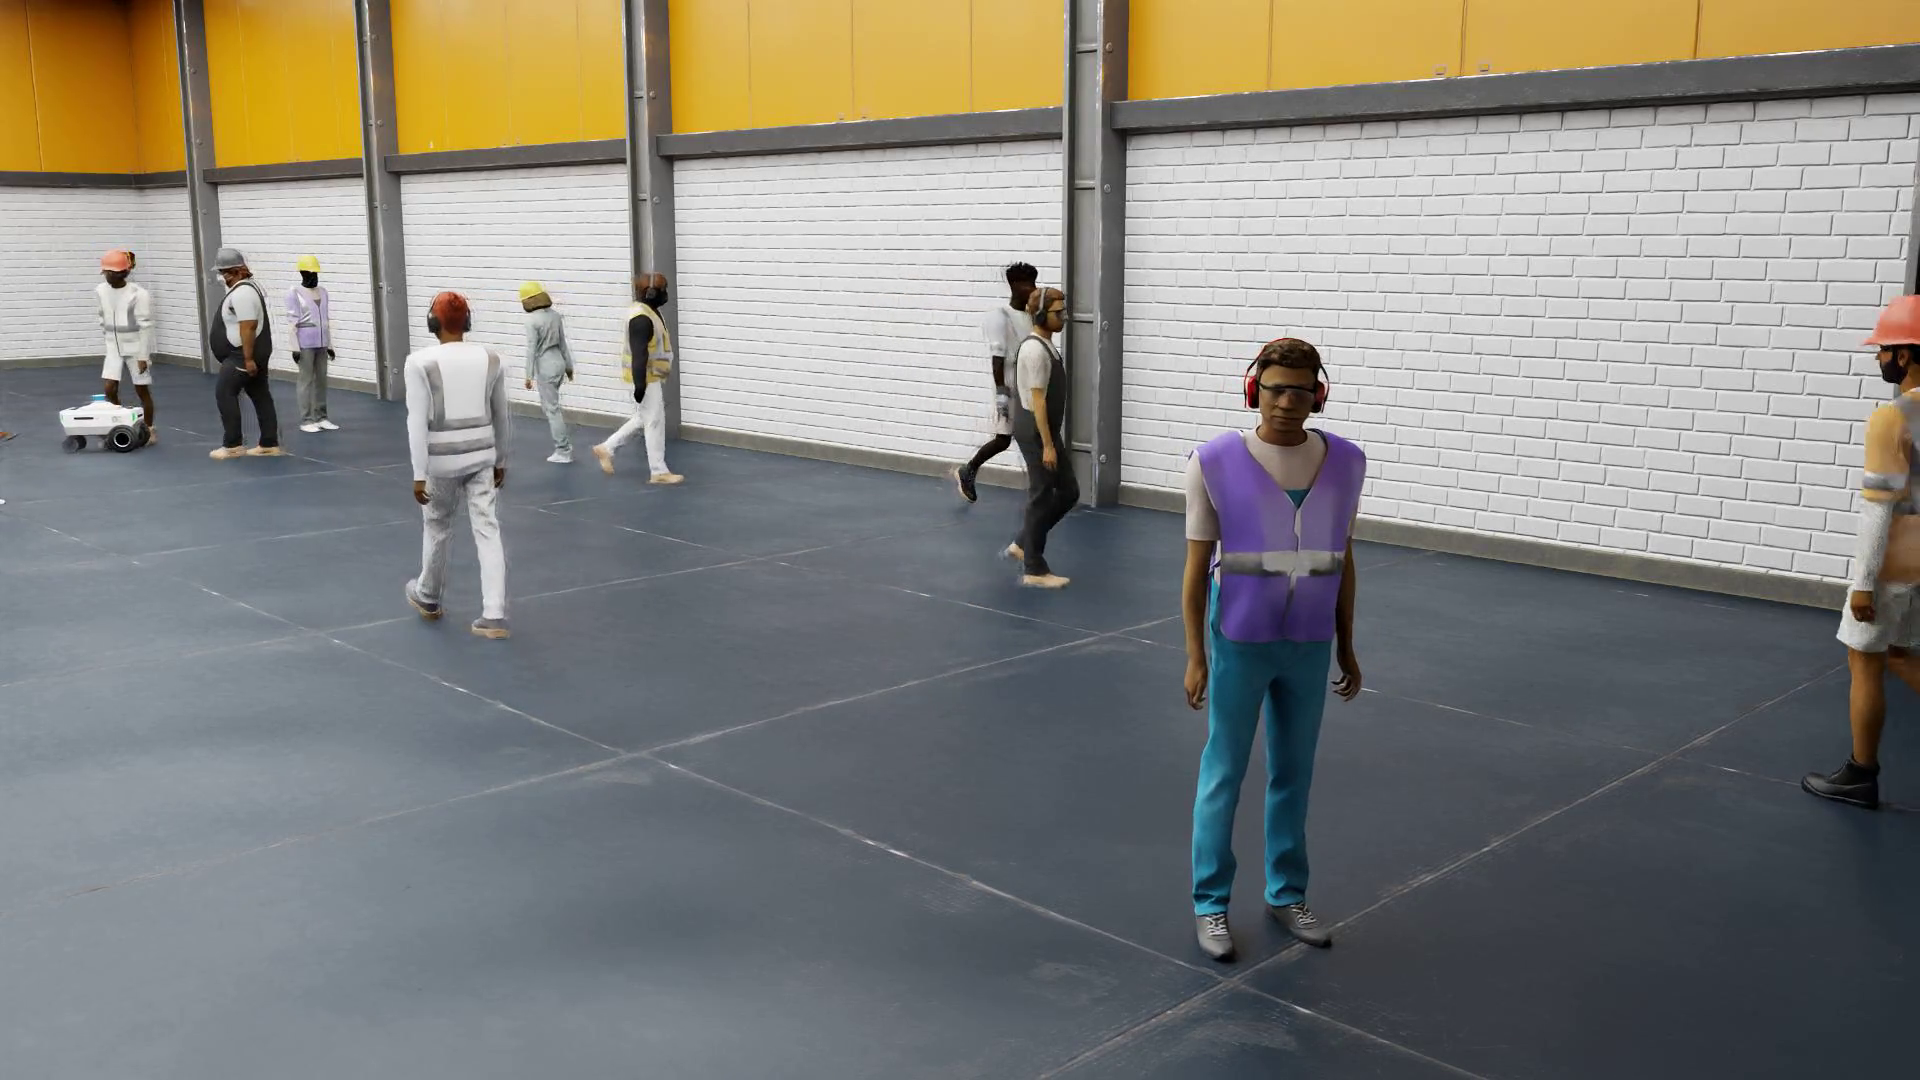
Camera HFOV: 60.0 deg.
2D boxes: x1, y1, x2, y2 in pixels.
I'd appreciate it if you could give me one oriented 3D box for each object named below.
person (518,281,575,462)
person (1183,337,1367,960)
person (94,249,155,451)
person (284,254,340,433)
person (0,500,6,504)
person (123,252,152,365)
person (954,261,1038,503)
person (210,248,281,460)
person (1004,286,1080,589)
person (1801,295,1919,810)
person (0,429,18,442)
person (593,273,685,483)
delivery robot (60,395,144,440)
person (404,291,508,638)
[{"bbox_3d":[-3.864,-1.569,15.596,0.453,1.699,0.557,4,11,21],"label":"person"},{"bbox_3d":[0.921,0.316,4.961,0.567,1.841,0.377,-3,11,-16],"label":"person"},{"bbox_3d":[-8.282,-1.872,16.481,0.617,1.990,0.778,1,10,7],"label":"person"},{"bbox_3d":[-7.045,-2.137,18.112,0.380,1.924,0.594,4,11,21],"label":"person"},{"bbox_3d":[-7.753,-1.055,13.010,0.284,1.633,0.498,1,10,8],"label":"person"},{"bbox_3d":[-13.585,-3.778,27.238,0.541,1.857,0.402,8,13,39],"label":"person"},{"bbox_3d":[0.378,-1.183,12.883,0.843,1.940,0.612,9,14,40],"label":"person"},{"bbox_3d":[-6.927,-1.786,15.885,0.747,2.000,0.689,-2,11,-11],"label":"person"},{"bbox_3d":[0.523,-0.597,9.976,0.395,1.831,0.519,3,11,16],"label":"person"},{"bbox_3d":[3.470,0.080,6.034,0.569,1.923,0.591,-5,12,-27],"label":"person"},{"bbox_3d":[-10.011,-1.857,16.638,0.939,1.897,0.663,-1,10,-5],"label":"person"},{"bbox_3d":[-2.787,-1.381,14.296,0.724,1.819,0.636,-1,10,-5],"label":"person"},{"bbox_3d":[-8.491,-1.195,16.460,0.707,0.478,0.477,-2,11,-11],"label":"delivery robot"},{"bbox_3d":[-2.727,-0.420,8.999,0.606,1.828,0.994,-9,13,-39],"label":"person"}]
